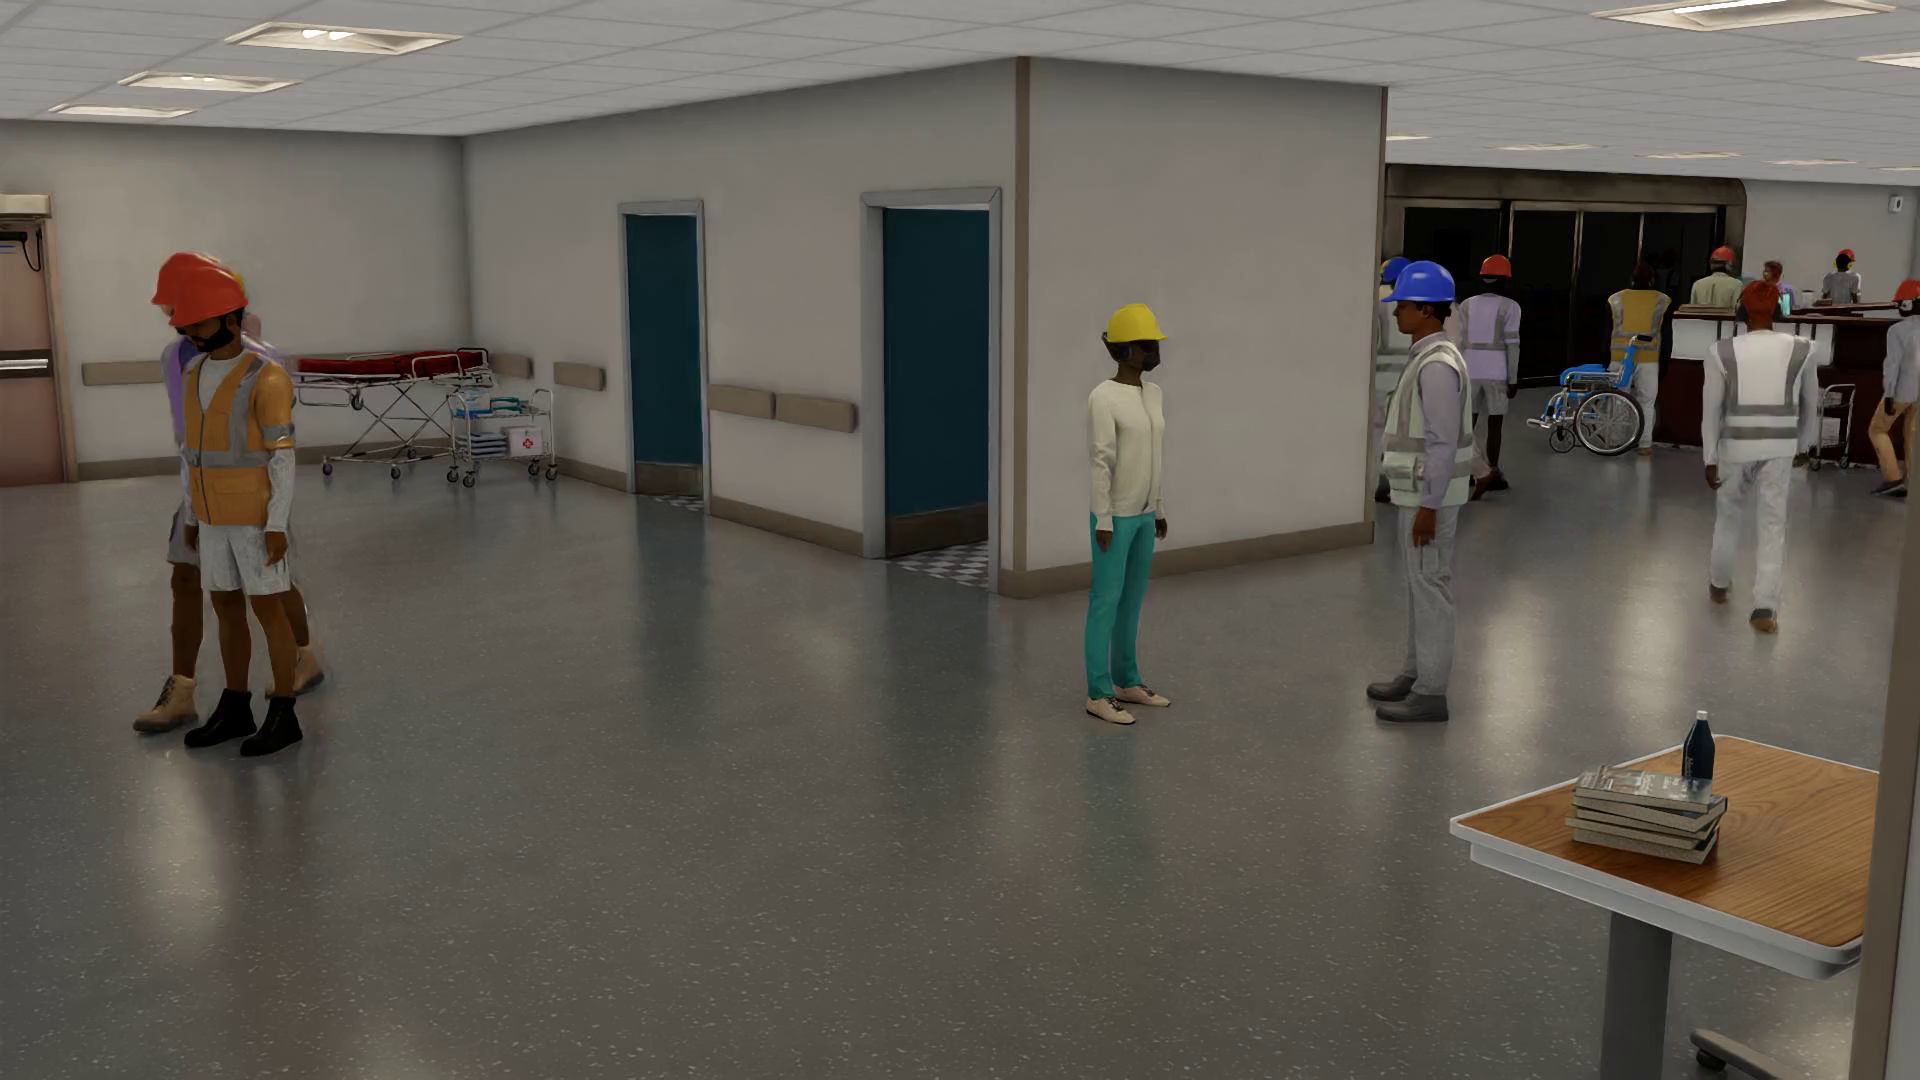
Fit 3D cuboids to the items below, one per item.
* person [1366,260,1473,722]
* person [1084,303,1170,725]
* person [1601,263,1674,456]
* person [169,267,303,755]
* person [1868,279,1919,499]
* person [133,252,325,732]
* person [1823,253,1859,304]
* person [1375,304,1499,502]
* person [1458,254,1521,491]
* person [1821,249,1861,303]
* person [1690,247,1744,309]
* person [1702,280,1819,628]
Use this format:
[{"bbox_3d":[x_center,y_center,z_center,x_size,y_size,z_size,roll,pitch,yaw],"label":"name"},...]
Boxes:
[{"bbox_3d":[1.960,-0.199,7.058,0.401,1.949,0.605,2,10,10],"label":"person"},{"bbox_3d":[0.723,-0.115,7.092,0.307,1.772,0.526,7,12,34],"label":"person"},{"bbox_3d":[6.455,-1.717,15.896,0.633,1.835,0.429,4,11,23],"label":"person"},{"bbox_3d":[-2.881,-0.104,6.586,0.542,1.927,0.374,5,11,25],"label":"person"},{"bbox_3d":[7.487,-1.185,13.169,0.569,1.737,0.371,-3,10,-15],"label":"person"},{"bbox_3d":[-3.133,-0.223,7.107,0.605,1.992,0.976,3,11,19],"label":"person"},{"bbox_3d":[13.330,-3.399,25.233,0.520,1.862,0.327,6,12,32],"label":"person"},{"bbox_3d":[3.773,-1.201,12.959,0.928,1.853,0.714,1,10,6],"label":"person"},{"bbox_3d":[4.344,-1.369,13.679,0.380,1.931,0.545,-10,14,-43],"label":"person"},{"bbox_3d":[13.484,-3.480,25.476,0.551,1.932,0.376,9,14,42],"label":"person"},{"bbox_3d":[8.640,-2.335,19.007,0.476,1.981,0.670,-8,13,-39],"label":"person"},{"bbox_3d":[4.295,-0.477,8.979,0.579,1.828,1.018,4,11,21],"label":"person"}]
